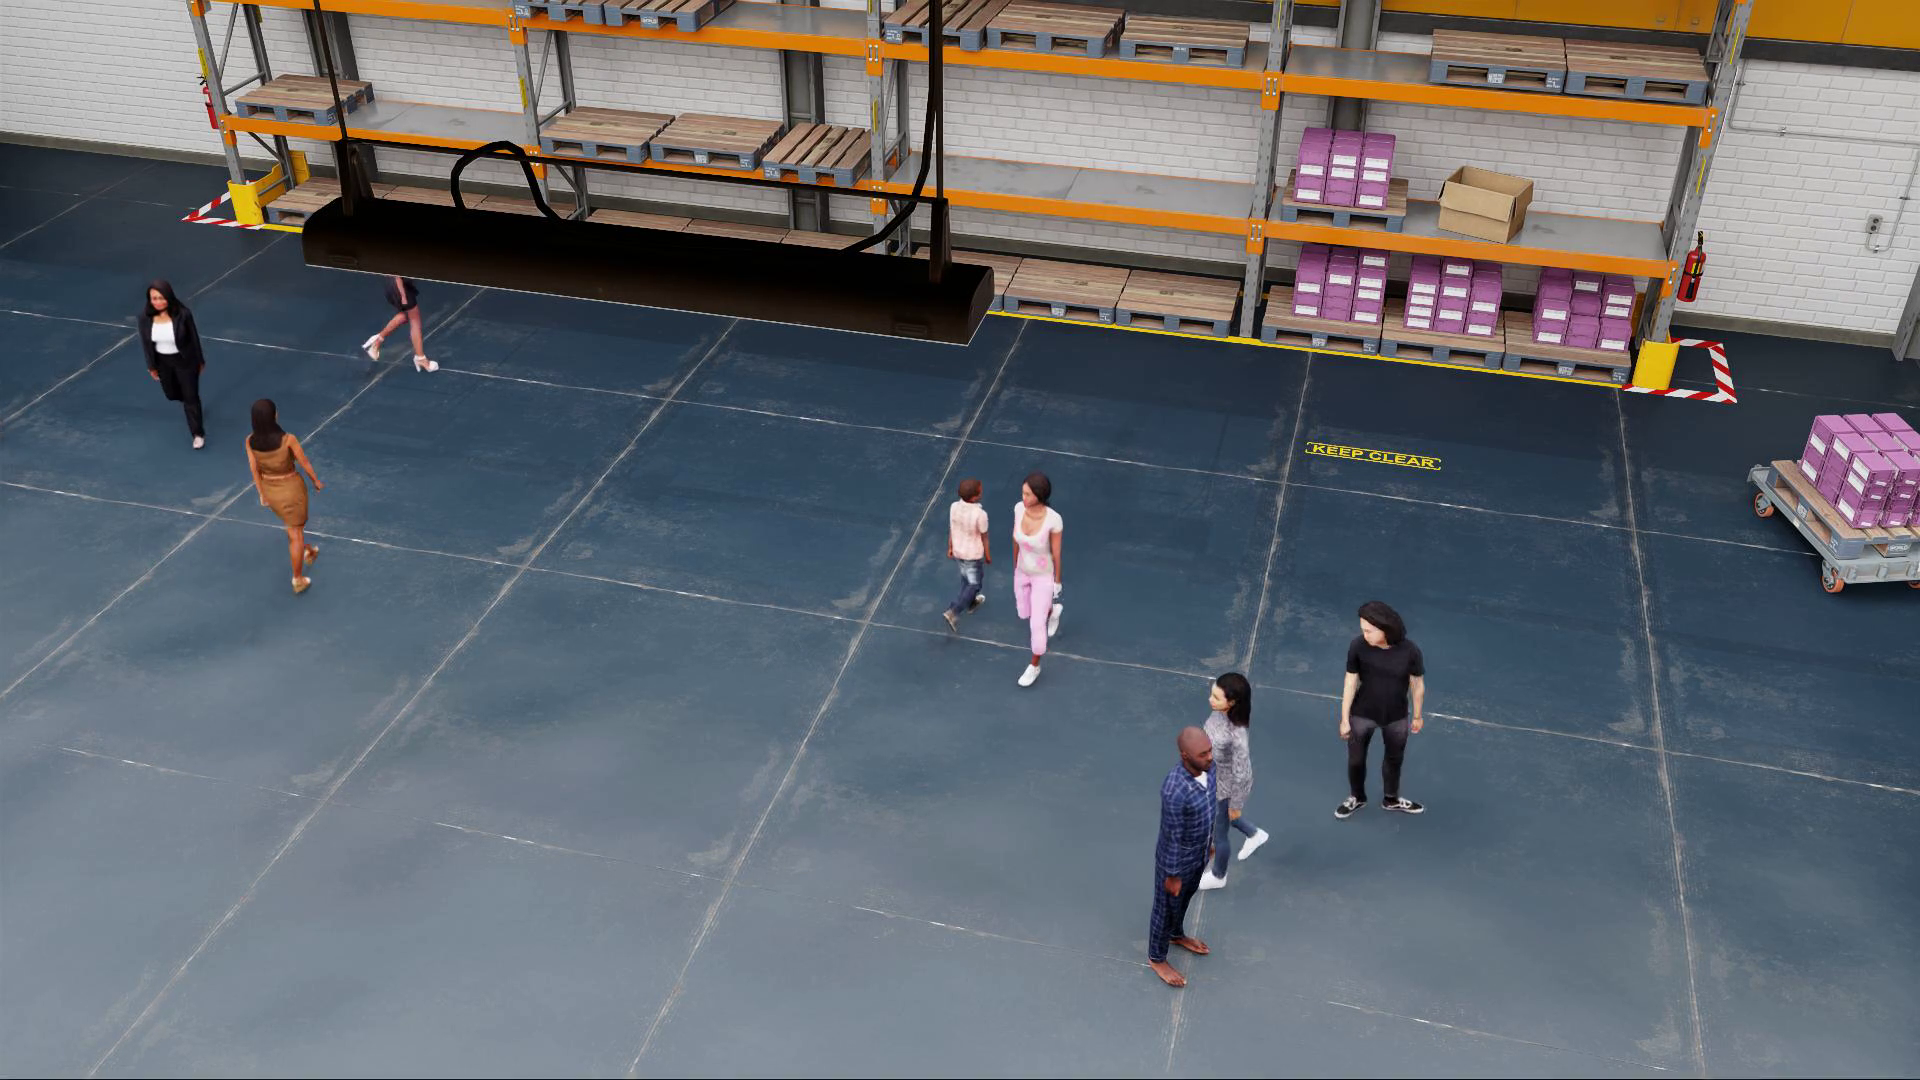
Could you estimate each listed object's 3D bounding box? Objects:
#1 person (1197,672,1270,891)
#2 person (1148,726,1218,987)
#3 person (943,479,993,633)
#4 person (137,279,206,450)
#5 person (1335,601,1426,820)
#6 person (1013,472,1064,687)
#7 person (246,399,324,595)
[{"bbox_3d":[1.743,1.497,10.434,0.919,1.722,0.821,-7,34,-11],"label":"person"},{"bbox_3d":[1.321,1.826,9.850,0.725,1.819,0.738,22,39,29],"label":"person"},{"bbox_3d":[0.032,0.117,12.900,0.837,1.290,0.749,21,39,29],"label":"person"},{"bbox_3d":[-7.216,-1.670,15.313,1.047,1.596,0.999,-9,35,-13],"label":"person"},{"bbox_3d":[2.818,1.121,10.939,0.552,1.789,0.911,-1,34,-1],"label":"person"},{"bbox_3d":[0.609,0.229,12.338,0.977,1.725,0.854,20,38,27],"label":"person"},{"bbox_3d":[-5.379,-0.305,13.198,0.797,1.664,0.697,4,34,5],"label":"person"}]
